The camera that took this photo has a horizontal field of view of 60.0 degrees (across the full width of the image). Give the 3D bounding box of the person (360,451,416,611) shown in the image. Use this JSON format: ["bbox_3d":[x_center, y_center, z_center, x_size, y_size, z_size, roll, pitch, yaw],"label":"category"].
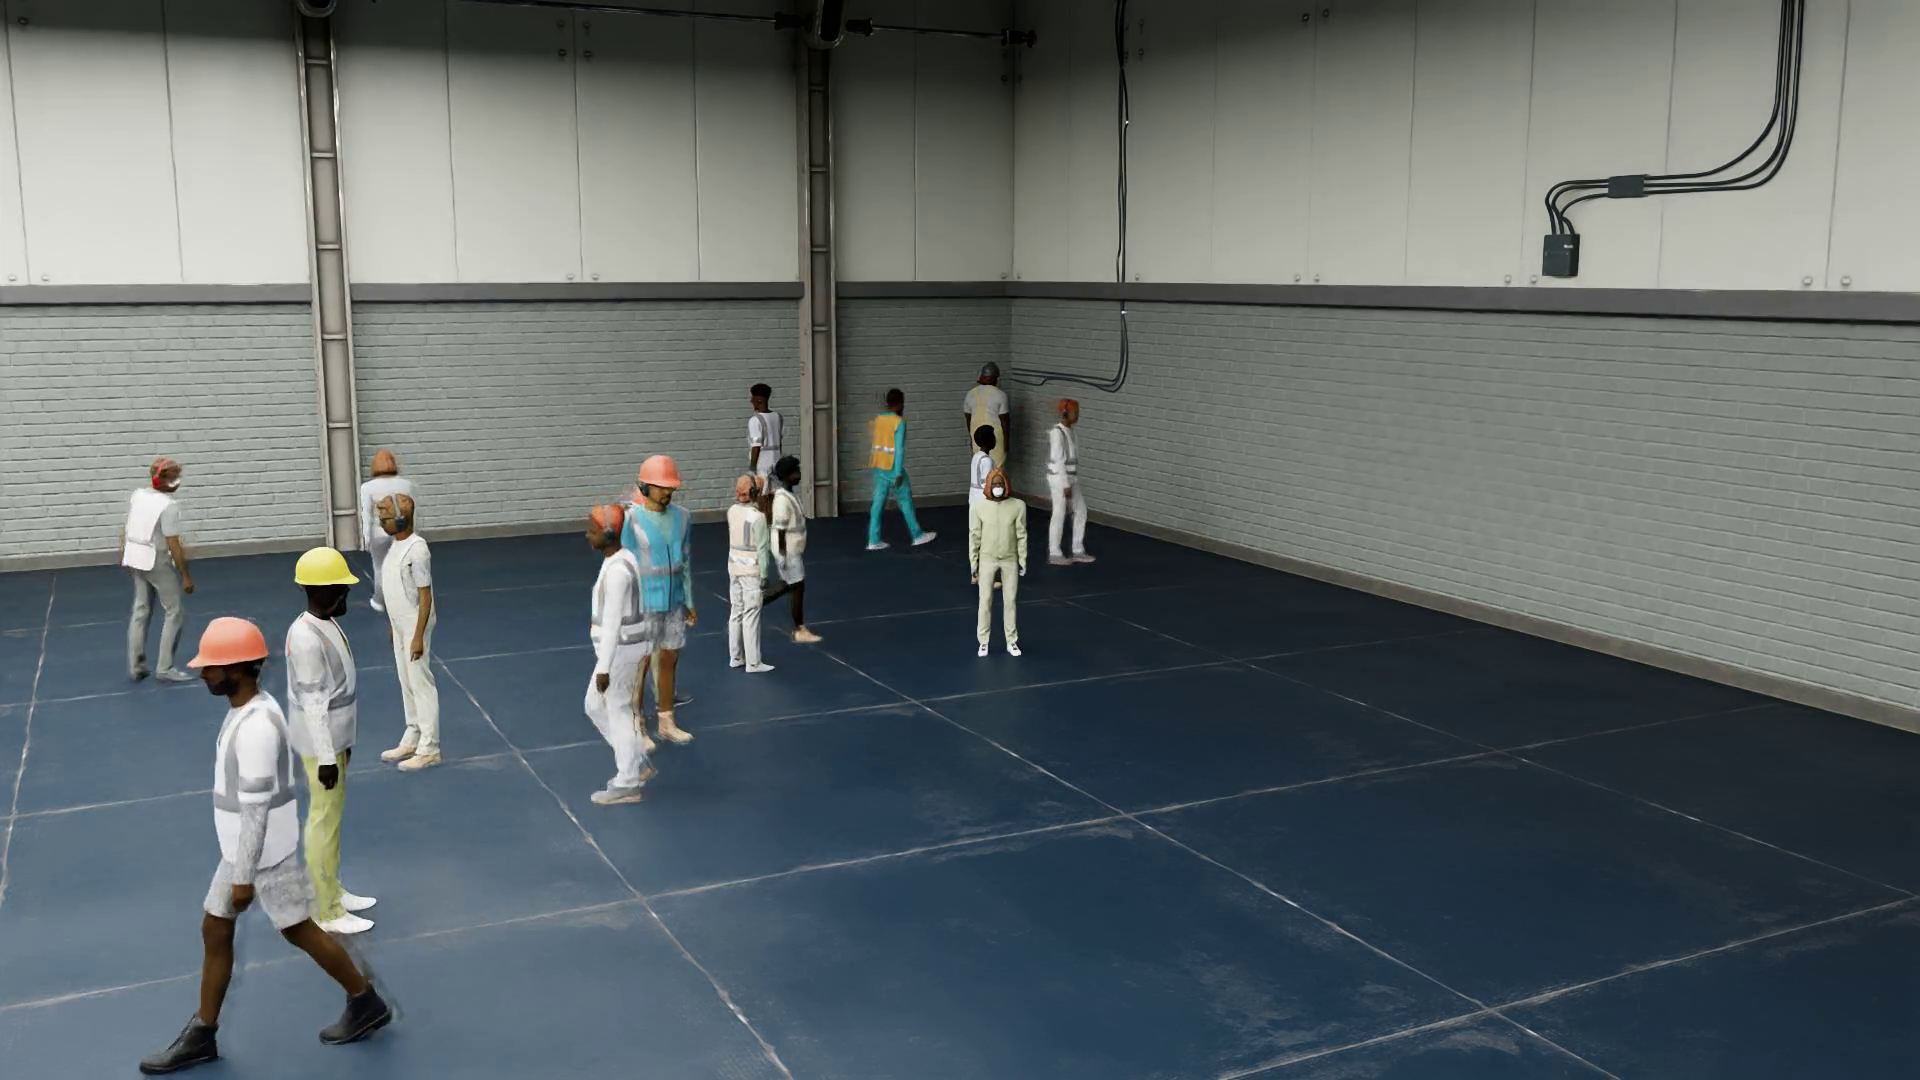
[{"bbox_3d":[-5.410,-0.055,15.753,0.522,1.578,0.876,-6,11,-33],"label":"person"}]

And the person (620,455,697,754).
[{"bbox_3d":[-2.052,0.432,11.368,0.396,2.038,0.615,9,13,42],"label":"person"}]

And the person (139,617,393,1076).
[{"bbox_3d":[-2.869,1.238,6.871,0.976,1.895,0.559,-5,11,-29],"label":"person"}]

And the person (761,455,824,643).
[{"bbox_3d":[-1.584,0.084,14.642,0.695,1.676,0.539,0,9,3],"label":"person"}]

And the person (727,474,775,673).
[{"bbox_3d":[-1.728,0.277,13.578,0.315,1.633,0.523,-8,12,-39],"label":"person"}]

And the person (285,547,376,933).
[{"bbox_3d":[-3.144,0.988,8.292,0.363,1.928,0.587,-3,10,-16],"label":"person"}]

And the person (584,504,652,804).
[{"bbox_3d":[-2.126,0.705,10.190,0.409,1.872,0.586,-2,9,-11],"label":"person"}]

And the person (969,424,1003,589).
[{"bbox_3d":[0.260,-0.348,17.225,0.318,1.699,0.535,-2,10,-15],"label":"person"}]

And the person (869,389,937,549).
[{"bbox_3d":[-0.721,-0.841,19.686,0.952,1.873,0.609,-7,12,-37],"label":"person"}]

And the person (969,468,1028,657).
[{"bbox_3d":[0.325,0.192,14.131,0.499,1.627,0.279,-1,9,-6],"label":"person"}]

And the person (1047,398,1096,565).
[{"bbox_3d":[1.258,-0.634,18.460,0.620,1.865,0.596,5,10,27],"label":"person"}]

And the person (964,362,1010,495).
[{"bbox_3d":[0.426,-1.422,22.789,0.682,2.000,0.537,6,11,33],"label":"person"}]

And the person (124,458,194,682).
[{"bbox_3d":[-6.405,0.250,13.219,0.646,1.806,0.417,7,12,38],"label":"person"}]

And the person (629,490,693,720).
[{"bbox_3d":[-2.224,0.455,12.198,0.784,1.716,0.597,-6,11,-32],"label":"person"}]

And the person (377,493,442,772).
[{"bbox_3d":[-3.637,0.598,10.964,0.343,1.839,0.506,-7,11,-36],"label":"person"}]

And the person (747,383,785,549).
[{"bbox_3d":[-2.310,-0.874,19.638,0.367,1.967,0.604,5,10,27],"label":"person"}]
